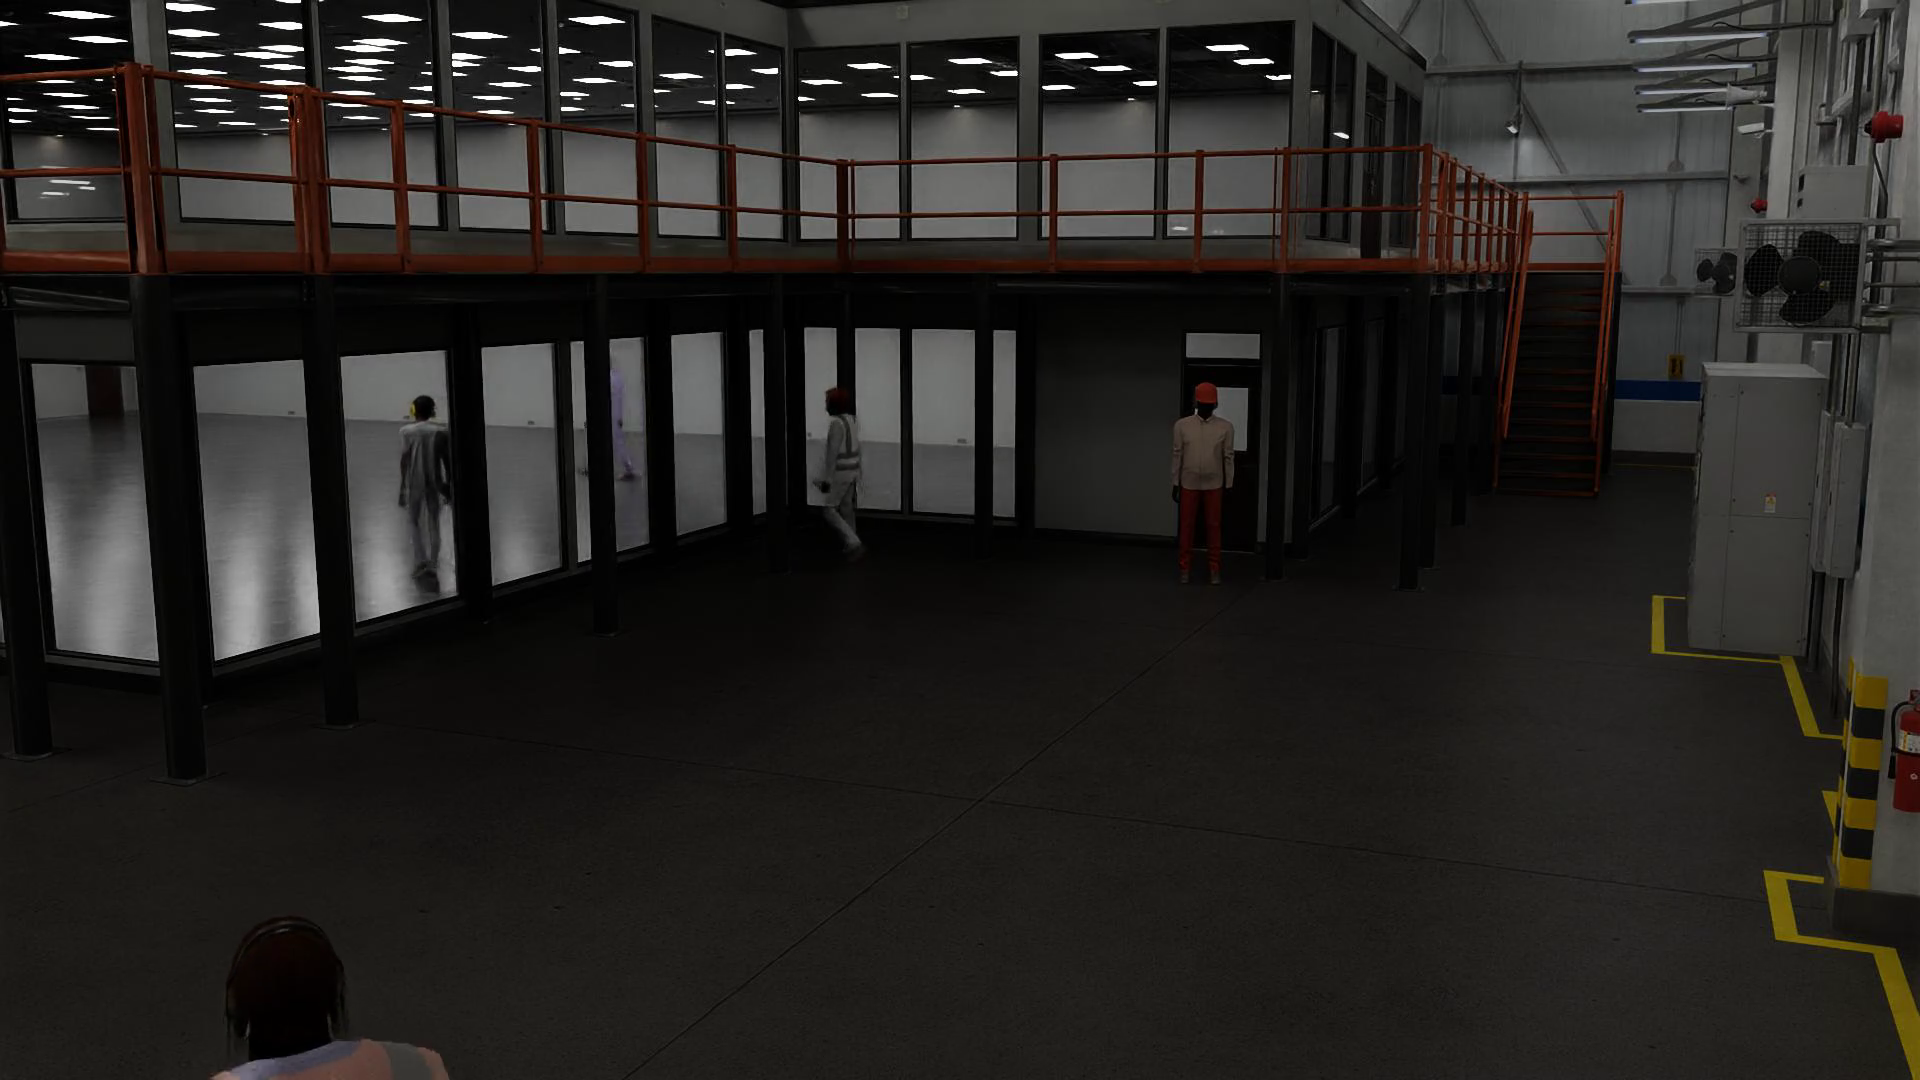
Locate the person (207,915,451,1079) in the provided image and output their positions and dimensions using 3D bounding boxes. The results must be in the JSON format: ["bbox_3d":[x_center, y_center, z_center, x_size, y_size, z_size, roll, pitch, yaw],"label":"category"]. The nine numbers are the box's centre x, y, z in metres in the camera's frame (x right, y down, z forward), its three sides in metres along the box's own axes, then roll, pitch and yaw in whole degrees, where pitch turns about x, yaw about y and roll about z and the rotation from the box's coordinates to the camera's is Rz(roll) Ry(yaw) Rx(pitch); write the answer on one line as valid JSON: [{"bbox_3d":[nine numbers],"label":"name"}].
[{"bbox_3d":[-1.334,1.631,3.368,0.646,1.793,0.954,-6,11,-32],"label":"person"}]

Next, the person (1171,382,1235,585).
[{"bbox_3d":[2.362,-0.546,16.200,0.612,1.986,0.406,1,9,7],"label":"person"}]

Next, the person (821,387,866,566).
[{"bbox_3d":[-1.195,-0.648,17.175,0.421,1.868,0.665,2,9,11],"label":"person"}]
